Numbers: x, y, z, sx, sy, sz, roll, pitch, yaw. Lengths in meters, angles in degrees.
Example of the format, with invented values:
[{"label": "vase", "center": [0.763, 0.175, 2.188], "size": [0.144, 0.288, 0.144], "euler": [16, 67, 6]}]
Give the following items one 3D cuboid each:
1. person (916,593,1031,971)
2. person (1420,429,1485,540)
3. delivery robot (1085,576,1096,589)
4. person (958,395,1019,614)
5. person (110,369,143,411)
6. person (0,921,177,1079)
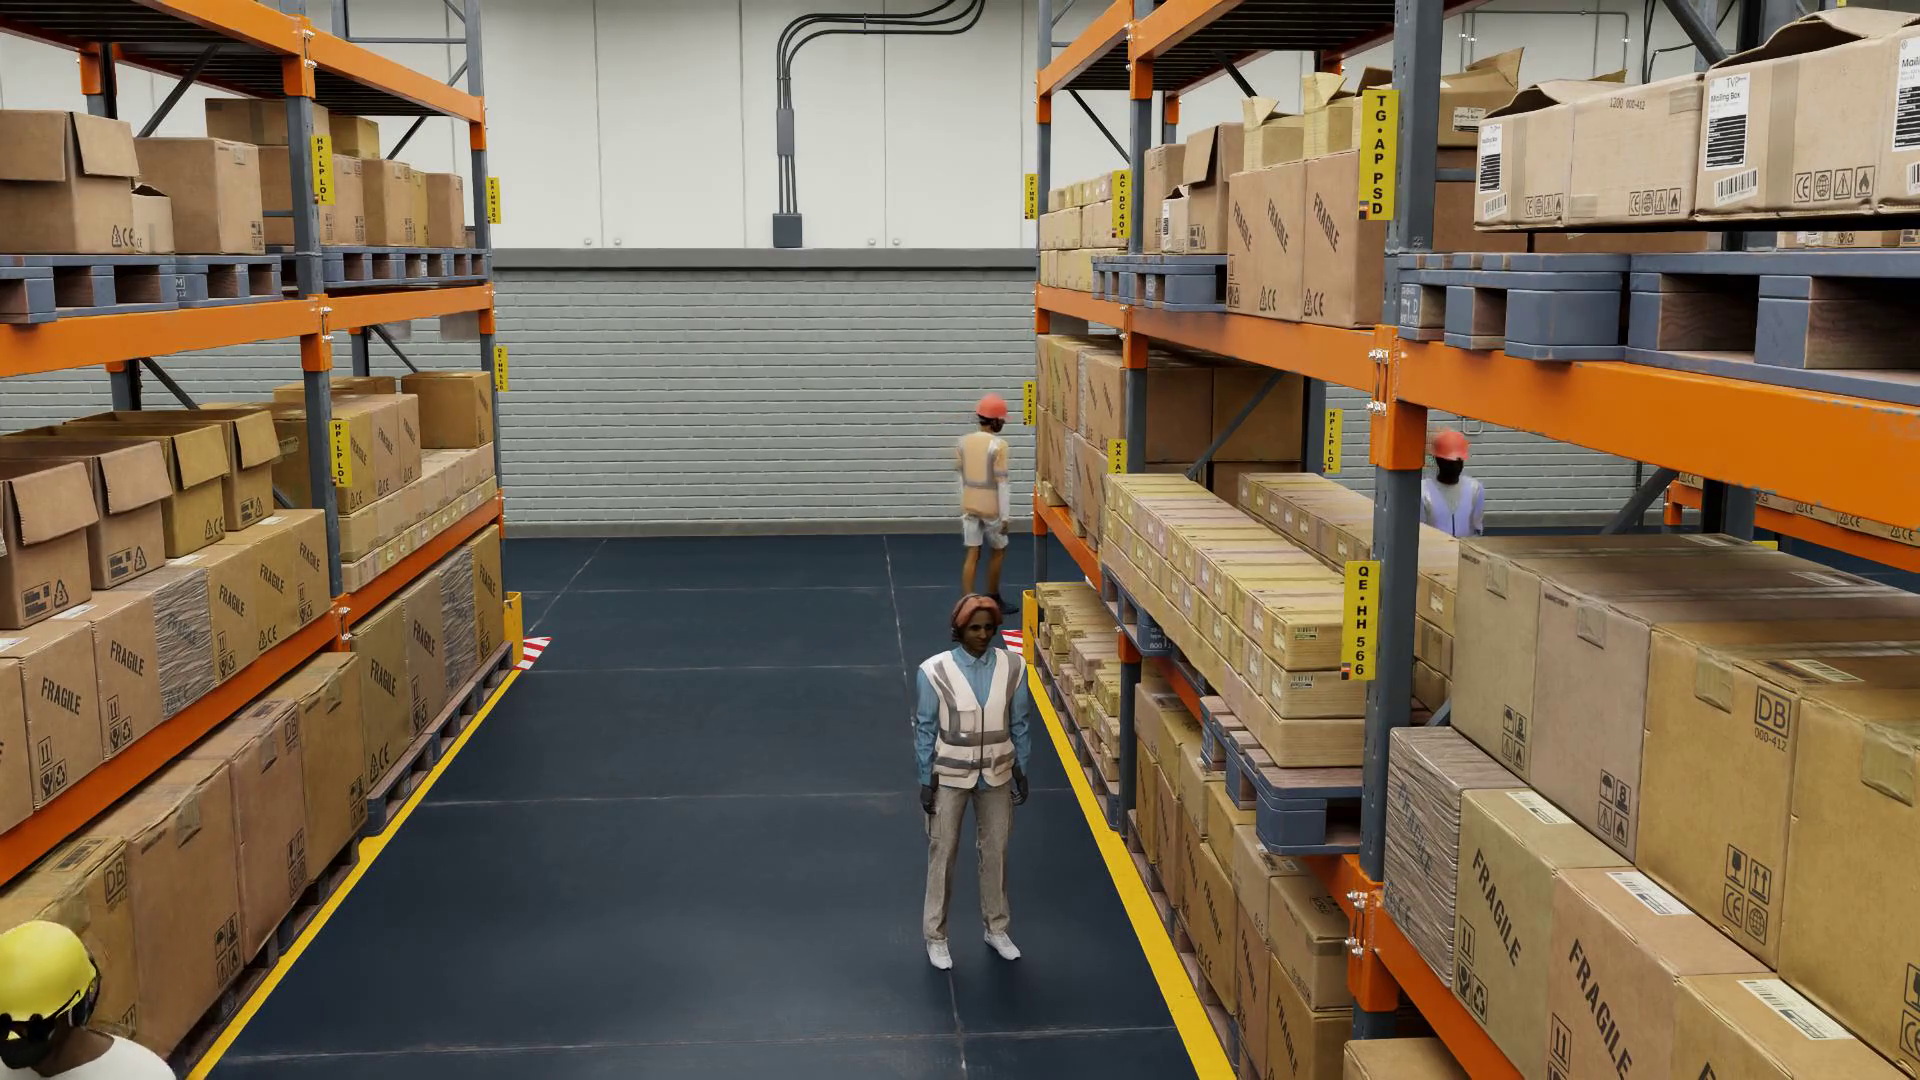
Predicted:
[{"label": "person", "center": [0.054, 1.026, 7.122], "size": [0.513, 1.630, 0.318], "euler": [-3, 10, -19]}, {"label": "person", "center": [3.228, 0.229, 10.999], "size": [0.576, 1.896, 0.915], "euler": [-1, 10, -4]}, {"label": "delivery robot", "center": [1.361, 0.407, 13.642], "size": [0.477, 0.478, 0.707], "euler": [-8, 13, -41]}, {"label": "person", "center": [0.197, -0.266, 13.931], "size": [0.620, 1.898, 0.670], "euler": [7, 12, 36]}, {"label": "person", "center": [-8.366, -0.792, 16.825], "size": [0.368, 1.966, 0.602], "euler": [-7, 12, -35]}, {"label": "person", "center": [-1.851, 1.569, 3.726], "size": [0.532, 1.709, 0.880], "euler": [1, 10, 5]}]
